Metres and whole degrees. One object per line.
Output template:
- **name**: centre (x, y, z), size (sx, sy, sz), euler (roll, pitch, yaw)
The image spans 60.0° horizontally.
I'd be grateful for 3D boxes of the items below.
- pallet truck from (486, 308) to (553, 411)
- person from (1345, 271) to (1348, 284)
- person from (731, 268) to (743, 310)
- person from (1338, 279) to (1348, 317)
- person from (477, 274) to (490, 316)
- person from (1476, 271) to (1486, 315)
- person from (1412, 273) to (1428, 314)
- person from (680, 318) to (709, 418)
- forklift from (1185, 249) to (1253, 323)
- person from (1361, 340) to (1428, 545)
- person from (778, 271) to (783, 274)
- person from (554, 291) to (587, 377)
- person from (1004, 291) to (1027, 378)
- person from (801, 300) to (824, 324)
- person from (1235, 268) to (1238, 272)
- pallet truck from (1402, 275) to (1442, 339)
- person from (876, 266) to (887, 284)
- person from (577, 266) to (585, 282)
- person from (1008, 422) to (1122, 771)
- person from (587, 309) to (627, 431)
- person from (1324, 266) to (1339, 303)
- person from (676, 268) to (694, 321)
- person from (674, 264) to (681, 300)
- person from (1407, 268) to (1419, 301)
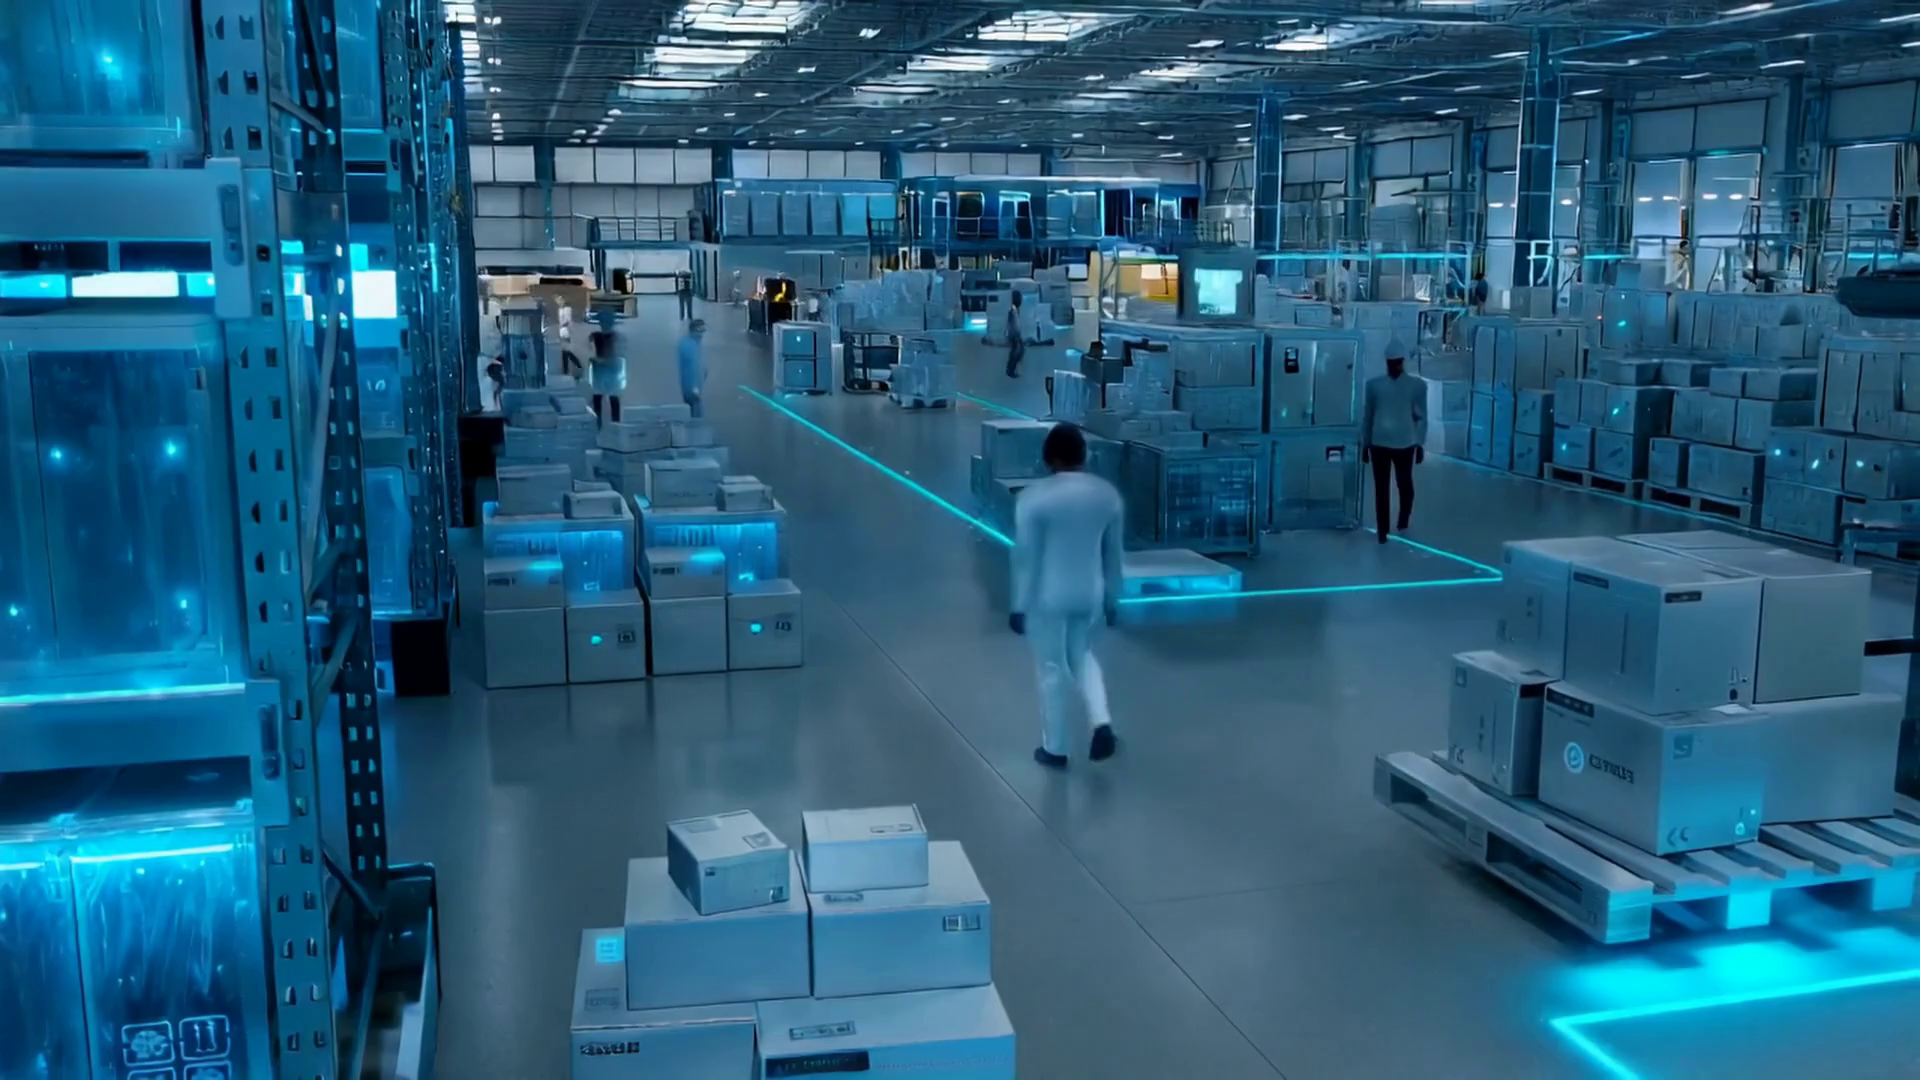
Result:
- **pallet truck**: centre (-6.242, -2.418, 24.362), size (0.823, 1.965, 1.885), euler (1, 10, 3)
- **person**: centre (19.007, -12.297, 81.222), size (0.553, 1.657, 0.805), euler (-6, 12, -29)
- **person**: centre (-10.141, -11.406, 75.587), size (0.553, 1.879, 1.035), euler (-6, 11, -29)
- **person**: centre (12.677, -7.743, 55.053), size (1.038, 1.808, 0.504), euler (6, 12, 30)
- **person**: centre (-19.637, -10.094, 68.551), size (0.530, 1.737, 0.757), euler (-1, 10, -4)
- **person**: centre (18.761, -8.700, 60.009), size (0.424, 1.982, 0.629), euler (8, 13, 40)
- **person**: centre (17.657, -9.314, 63.858), size (0.634, 1.841, 0.429), euler (5, 11, 24)
- **person**: centre (-3.689, -2.134, 23.096), size (0.410, 1.892, 0.739), euler (-3, 11, -18)
- **forklift**: centre (3.577, -2.660, 23.238), size (1.129, 2.768, 1.873), euler (1, 10, 7)
- **person**: centre (4.202, -0.951, 16.107), size (0.622, 1.977, 0.576), euler (4, 11, 23)
- **person**: centre (-6.991, -9.551, 64.961), size (0.658, 1.922, 0.448), euler (2, 10, 9)
- **person**: centre (-8.440, -4.414, 35.912), size (0.662, 1.915, 0.554), euler (-6, 12, -32)
- **person**: centre (1.232, -4.474, 36.306), size (0.523, 1.897, 0.595), euler (4, 11, 19)
- **person**: centre (-3.407, -4.699, 38.253), size (0.548, 1.642, 0.884), euler (2, 10, 14)
- **person**: centre (16.015, -15.187, 96.924), size (0.629, 1.895, 1.017), euler (-1, 10, -7)
- **pallet truck**: centre (14.620, -7.324, 52.145), size (0.823, 1.965, 1.885), euler (8, 13, 40)
- **person**: centre (-3.339, -10.823, 71.843), size (0.606, 2.039, 0.395), euler (-4, 11, -20)
- **person**: centre (-19.707, -13.356, 86.682), size (0.575, 1.890, 0.439), euler (8, 13, 38)
- **person**: centre (0.574, 0.324, 9.054), size (0.639, 1.926, 0.458), euler (-5, 11, -26)
- **person**: centre (-5.245, -2.430, 24.561), size (0.619, 1.938, 0.850), euler (1, 10, 6)
- **person**: centre (17.620, -12.071, 79.148), size (0.836, 1.970, 0.622), euler (1, 10, 6)
- **person**: centre (-10.645, -9.509, 64.395), size (0.674, 2.000, 0.537), euler (-3, 10, -14)
- **person**: centre (-15.169, -13.931, 89.755), size (0.366, 1.926, 0.594), euler (6, 12, 33)
- **person**: centre (20.501, -11.304, 74.996), size (0.610, 1.878, 0.955), euler (3, 10, 14)
